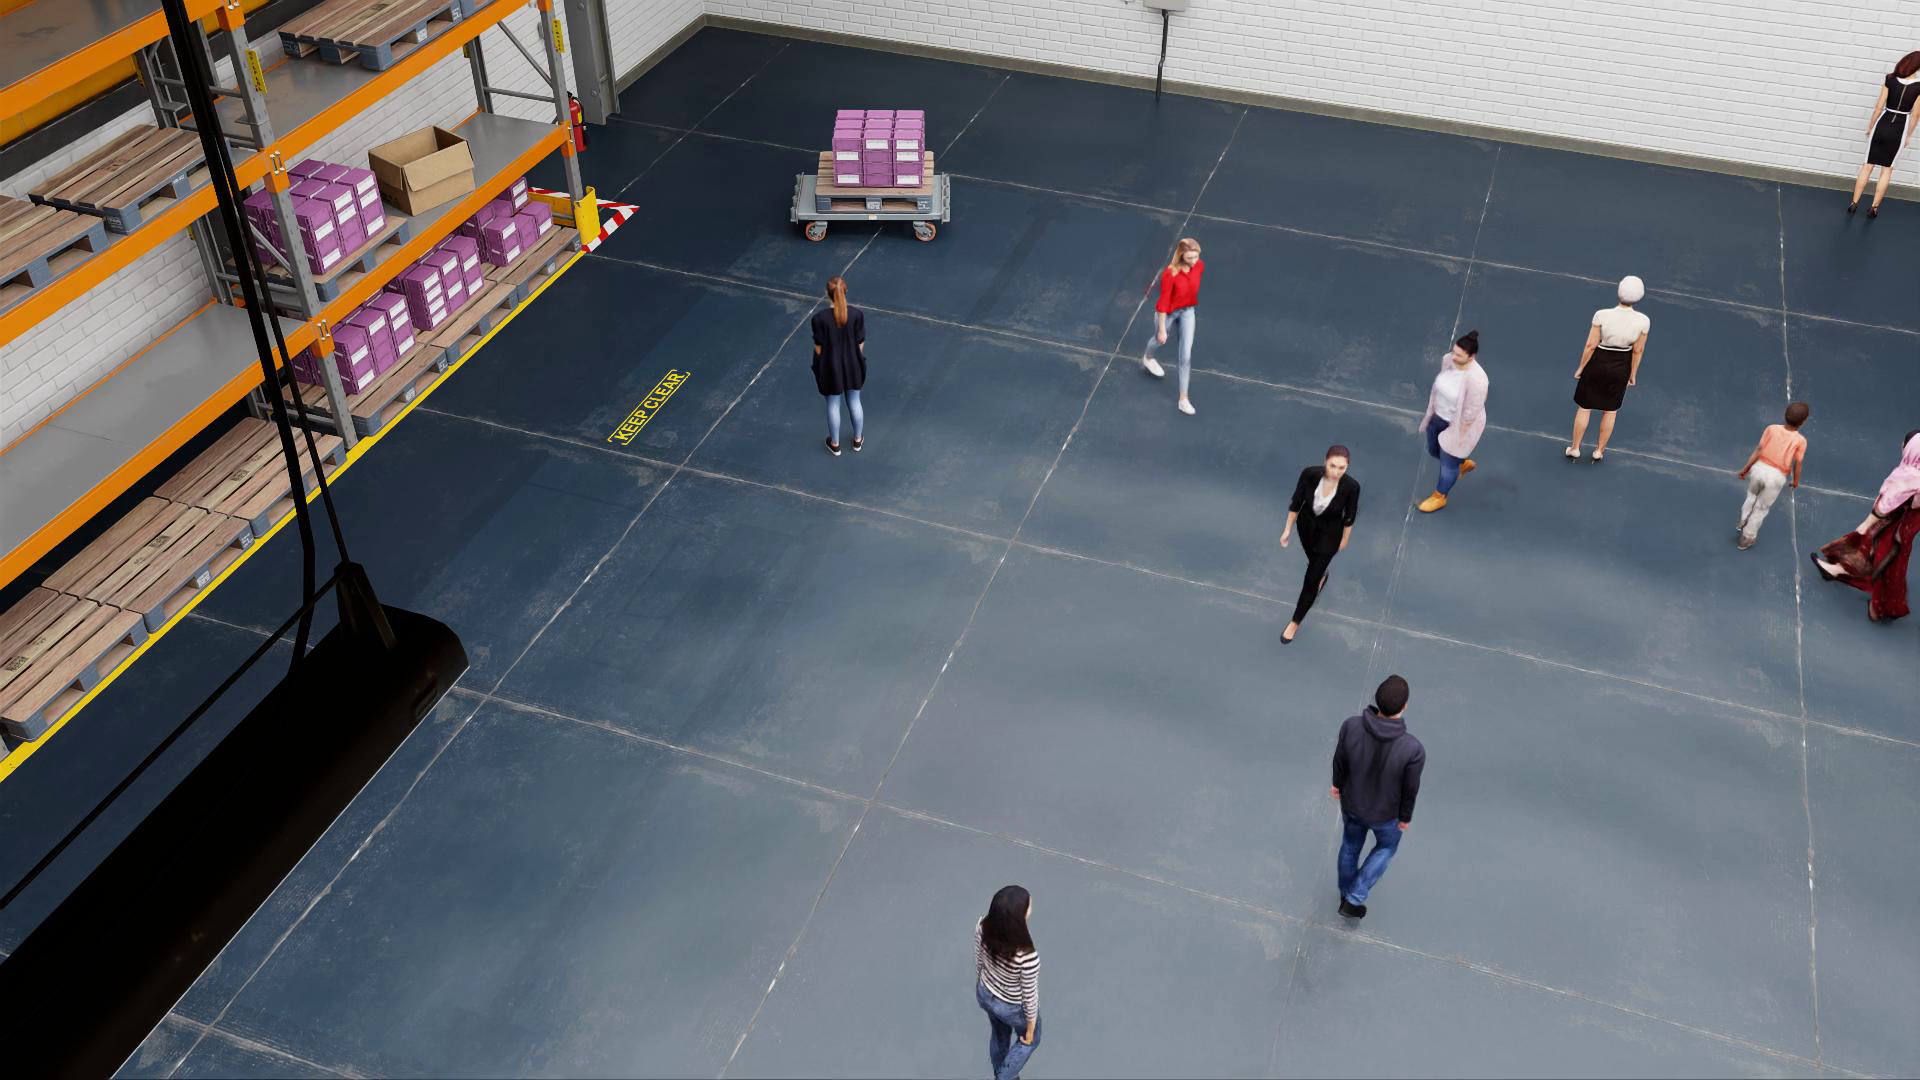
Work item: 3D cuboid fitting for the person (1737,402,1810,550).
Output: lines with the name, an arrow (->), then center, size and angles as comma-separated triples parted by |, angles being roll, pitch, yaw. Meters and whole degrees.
person -> 6.314, -0.490, 13.041 | 0.755, 1.295, 0.681 | -29, 47, -31

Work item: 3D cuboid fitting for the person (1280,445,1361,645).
person -> 2.679, -0.075, 12.277 | 0.798, 1.600, 1.172 | 24, 44, 27

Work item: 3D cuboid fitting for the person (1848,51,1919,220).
person -> 9.647, -4.196, 17.281 | 0.636, 1.796, 0.595 | 26, 45, 29

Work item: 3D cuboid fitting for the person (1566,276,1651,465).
person -> 5.364, -1.392, 13.803 | 0.663, 1.754, 0.556 | 9, 39, 11

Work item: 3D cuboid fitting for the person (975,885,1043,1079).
person -> 0.184, 2.530, 8.868 | 0.732, 1.784, 0.840 | 27, 46, 30

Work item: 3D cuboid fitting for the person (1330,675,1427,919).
person -> 2.425, 1.617, 9.931 | 0.780, 1.884, 0.845 | 23, 44, 26

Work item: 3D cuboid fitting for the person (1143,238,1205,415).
person -> 1.861, -1.990, 14.655 | 1.156, 1.625, 1.245 | -17, 42, -21

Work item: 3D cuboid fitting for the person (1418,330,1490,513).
person -> 4.041, -0.974, 13.304 | 1.020, 1.724, 0.966 | -10, 40, -12

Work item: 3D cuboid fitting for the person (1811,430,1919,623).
person -> 6.975, -0.076, 12.259 | 1.108, 1.625, 1.052 | -26, 46, -29

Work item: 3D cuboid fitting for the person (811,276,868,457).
person -> -1.001, -1.462, 13.948 | 0.721, 1.684, 0.743 | -9, 39, -11
